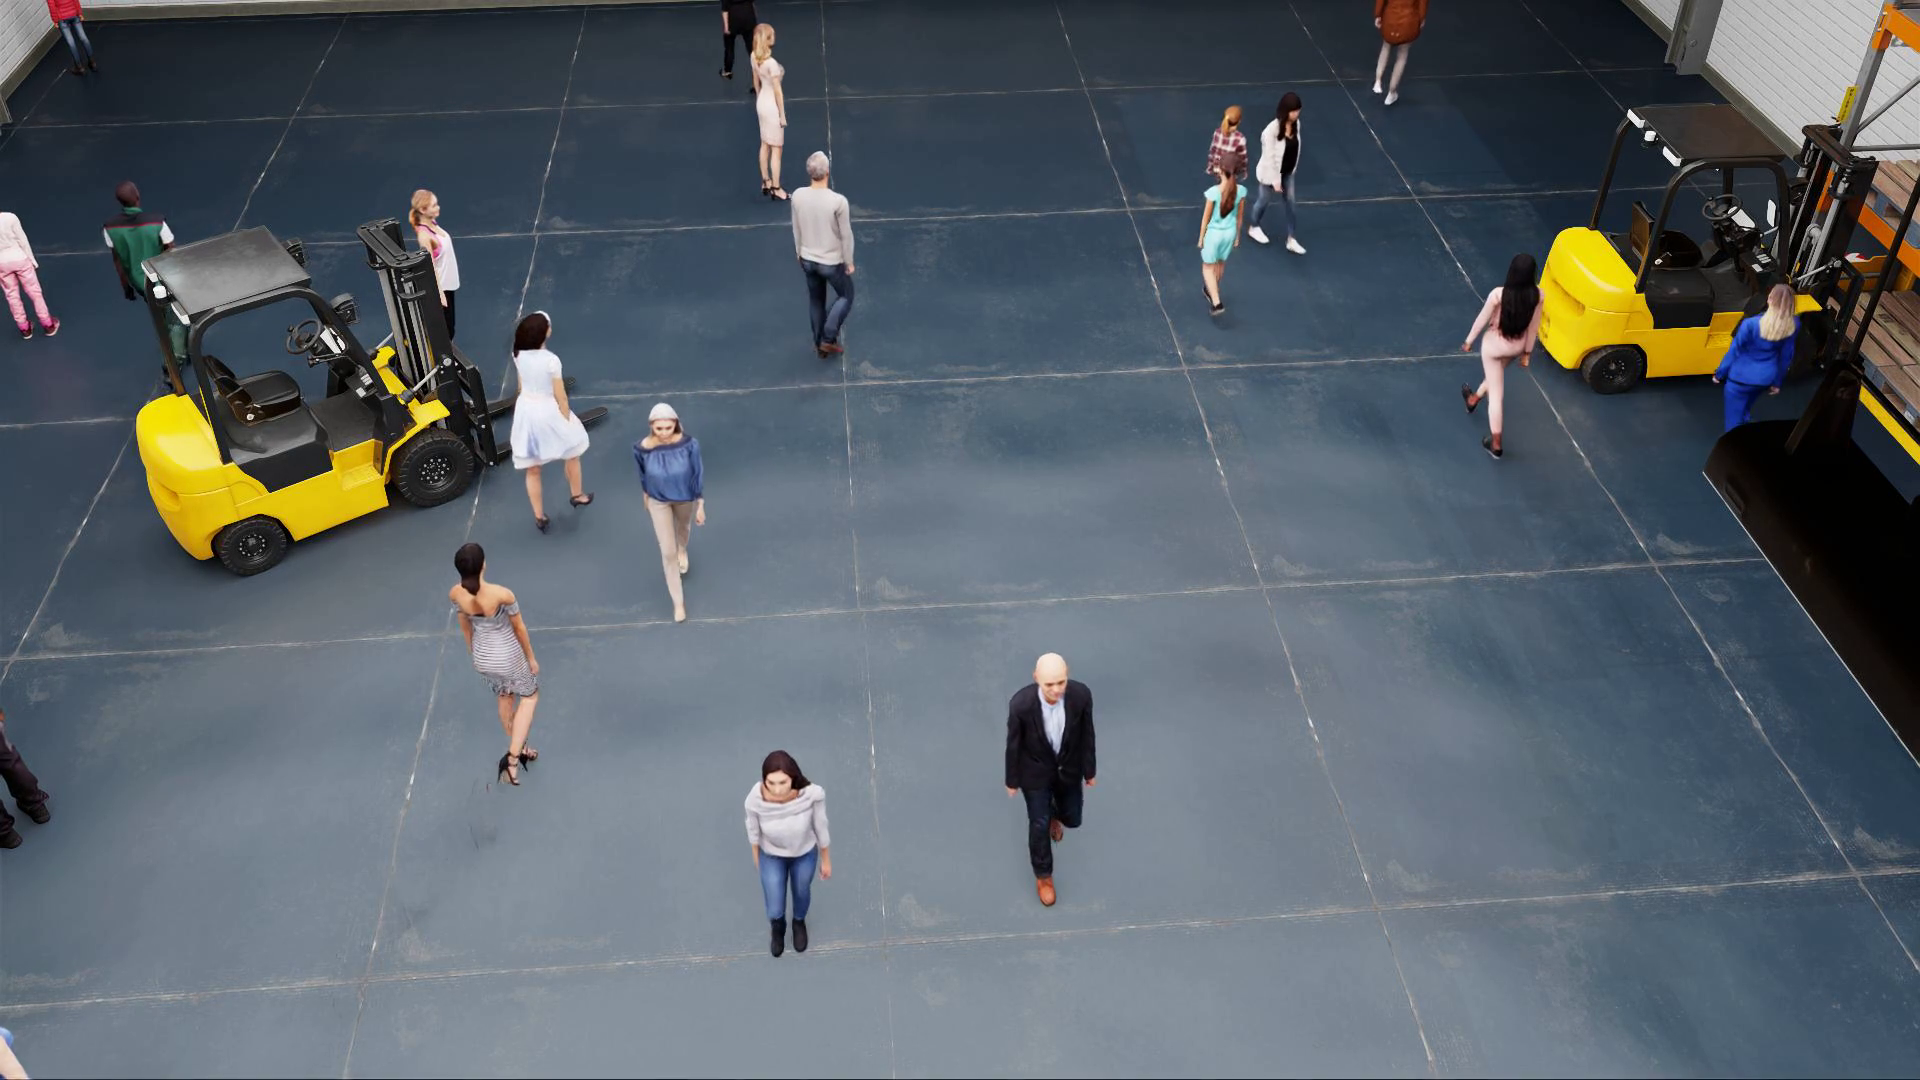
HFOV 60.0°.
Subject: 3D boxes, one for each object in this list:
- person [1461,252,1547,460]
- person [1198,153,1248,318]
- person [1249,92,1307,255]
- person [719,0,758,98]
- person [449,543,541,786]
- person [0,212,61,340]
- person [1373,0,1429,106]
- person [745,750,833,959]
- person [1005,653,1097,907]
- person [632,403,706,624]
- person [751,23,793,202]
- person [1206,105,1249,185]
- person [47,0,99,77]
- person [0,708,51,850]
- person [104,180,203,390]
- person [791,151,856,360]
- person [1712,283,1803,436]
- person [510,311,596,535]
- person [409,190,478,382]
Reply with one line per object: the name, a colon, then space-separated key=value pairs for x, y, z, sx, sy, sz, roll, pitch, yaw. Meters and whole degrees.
person: x=4.335 y=-1.433 z=13.215 sx=0.694 sy=1.670 sz=1.140 roll=-6 pitch=39 yaw=-8
person: x=2.342 y=-2.714 z=14.917 sx=0.622 sy=1.547 sz=0.917 roll=-8 pitch=39 yaw=-10
person: x=2.965 y=-3.551 z=15.921 sx=0.850 sy=1.601 sz=1.024 roll=-21 pitch=43 yaw=-24
person: x=-2.431 y=-5.774 z=18.684 sx=0.892 sy=1.628 sz=1.077 roll=-22 pitch=43 yaw=-25
person: x=-2.881 y=0.825 z=10.276 sx=0.749 sy=1.809 sz=0.861 roll=10 pitch=40 yaw=13
person: x=-8.378 y=-2.458 z=14.679 sx=0.576 sy=1.445 sz=0.561 roll=-12 pitch=40 yaw=-15
person: x=4.872 y=-5.723 z=18.465 sx=0.841 sy=1.822 sz=0.875 roll=19 pitch=42 yaw=22
person: x=-0.960 y=1.700 z=9.330 sx=0.619 sy=1.621 sz=0.594 roll=-6 pitch=39 yaw=-8
person: x=0.518 y=1.290 z=9.707 sx=0.737 sy=1.792 sz=0.913 roll=-7 pitch=39 yaw=-9
person: x=-2.045 y=-0.313 z=11.842 sx=0.723 sy=1.633 sz=1.193 roll=-7 pitch=39 yaw=-9
person: x=-1.914 y=-4.284 z=16.656 sx=0.709 sy=1.830 sz=0.605 roll=-26 pitch=45 yaw=-28
person: x=2.564 y=-3.586 z=16.225 sx=0.879 sy=1.278 sz=0.918 roll=30 pitch=47 yaw=32
person: x=-10.355 y=-6.069 z=19.303 sx=0.657 sy=1.317 sz=0.590 roll=25 pitch=45 yaw=28
person: x=-5.928 y=1.118 z=9.902 sx=0.852 sy=1.817 sz=0.735 roll=18 pitch=42 yaw=21
person: x=-6.745 y=-2.102 z=13.938 sx=0.692 sy=1.813 sz=1.136 roll=-3 pitch=39 yaw=-3
person: x=-1.186 y=-2.349 z=14.183 sx=0.872 sy=1.893 sz=0.881 roll=15 pitch=41 yaw=18
person: x=6.154 y=-1.173 z=12.875 sx=0.626 sy=1.687 sz=0.662 roll=-5 pitch=39 yaw=-6
person: x=-3.114 y=-0.820 z=12.354 sx=0.878 sy=1.786 sz=0.993 roll=10 pitch=40 yaw=12
person: x=-4.373 y=-2.123 z=13.985 sx=0.685 sy=1.787 sz=0.469 roll=-6 pitch=39 yaw=-7
